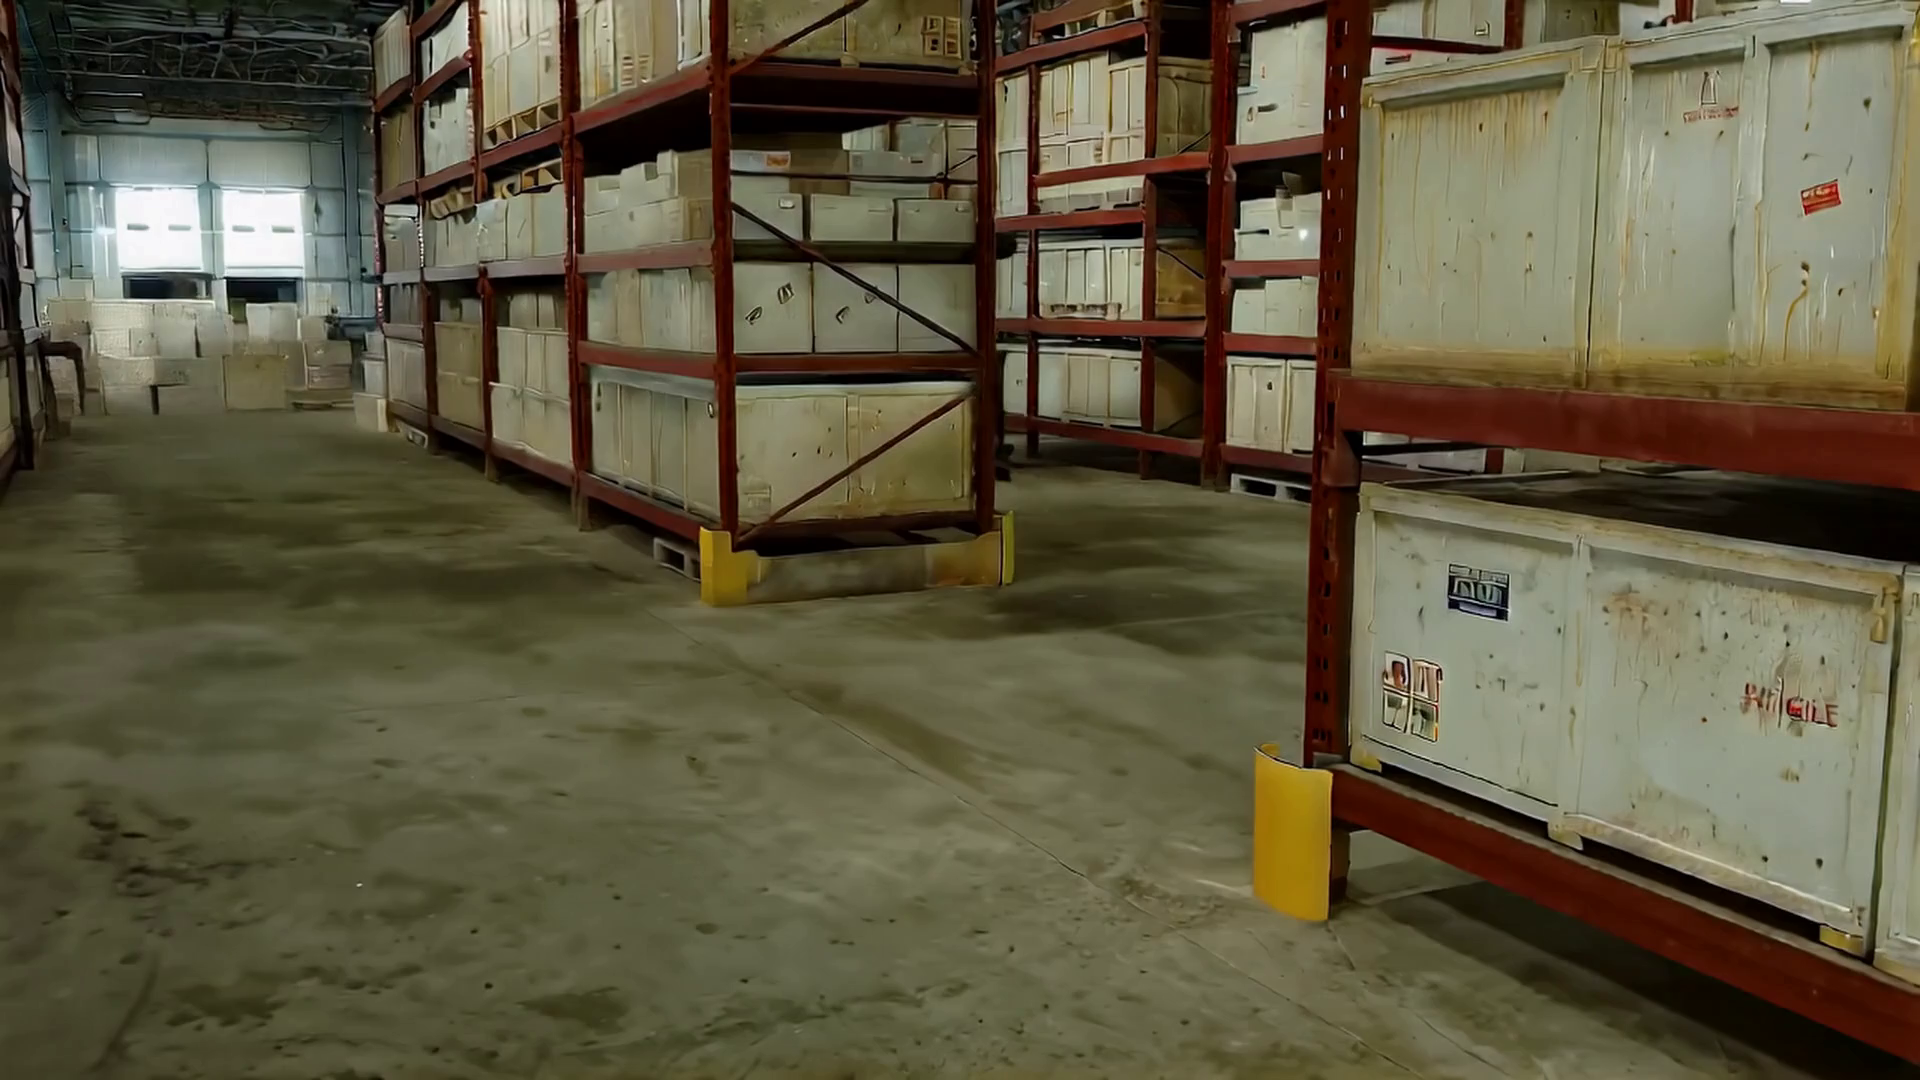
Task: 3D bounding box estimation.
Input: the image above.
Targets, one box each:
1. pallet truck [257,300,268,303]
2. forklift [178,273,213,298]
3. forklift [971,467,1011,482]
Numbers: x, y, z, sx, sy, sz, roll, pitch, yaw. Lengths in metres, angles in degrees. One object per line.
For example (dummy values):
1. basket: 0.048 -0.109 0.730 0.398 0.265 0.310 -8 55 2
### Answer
1. pallet truck: -23.913 -7.404 58.171 1.885 1.965 0.823 -1 8 -9
2. forklift: -23.551 -6.867 51.438 1.873 2.768 1.129 6 10 37
3. forklift: -0.507 -2.029 18.077 1.873 2.768 1.129 8 11 42
